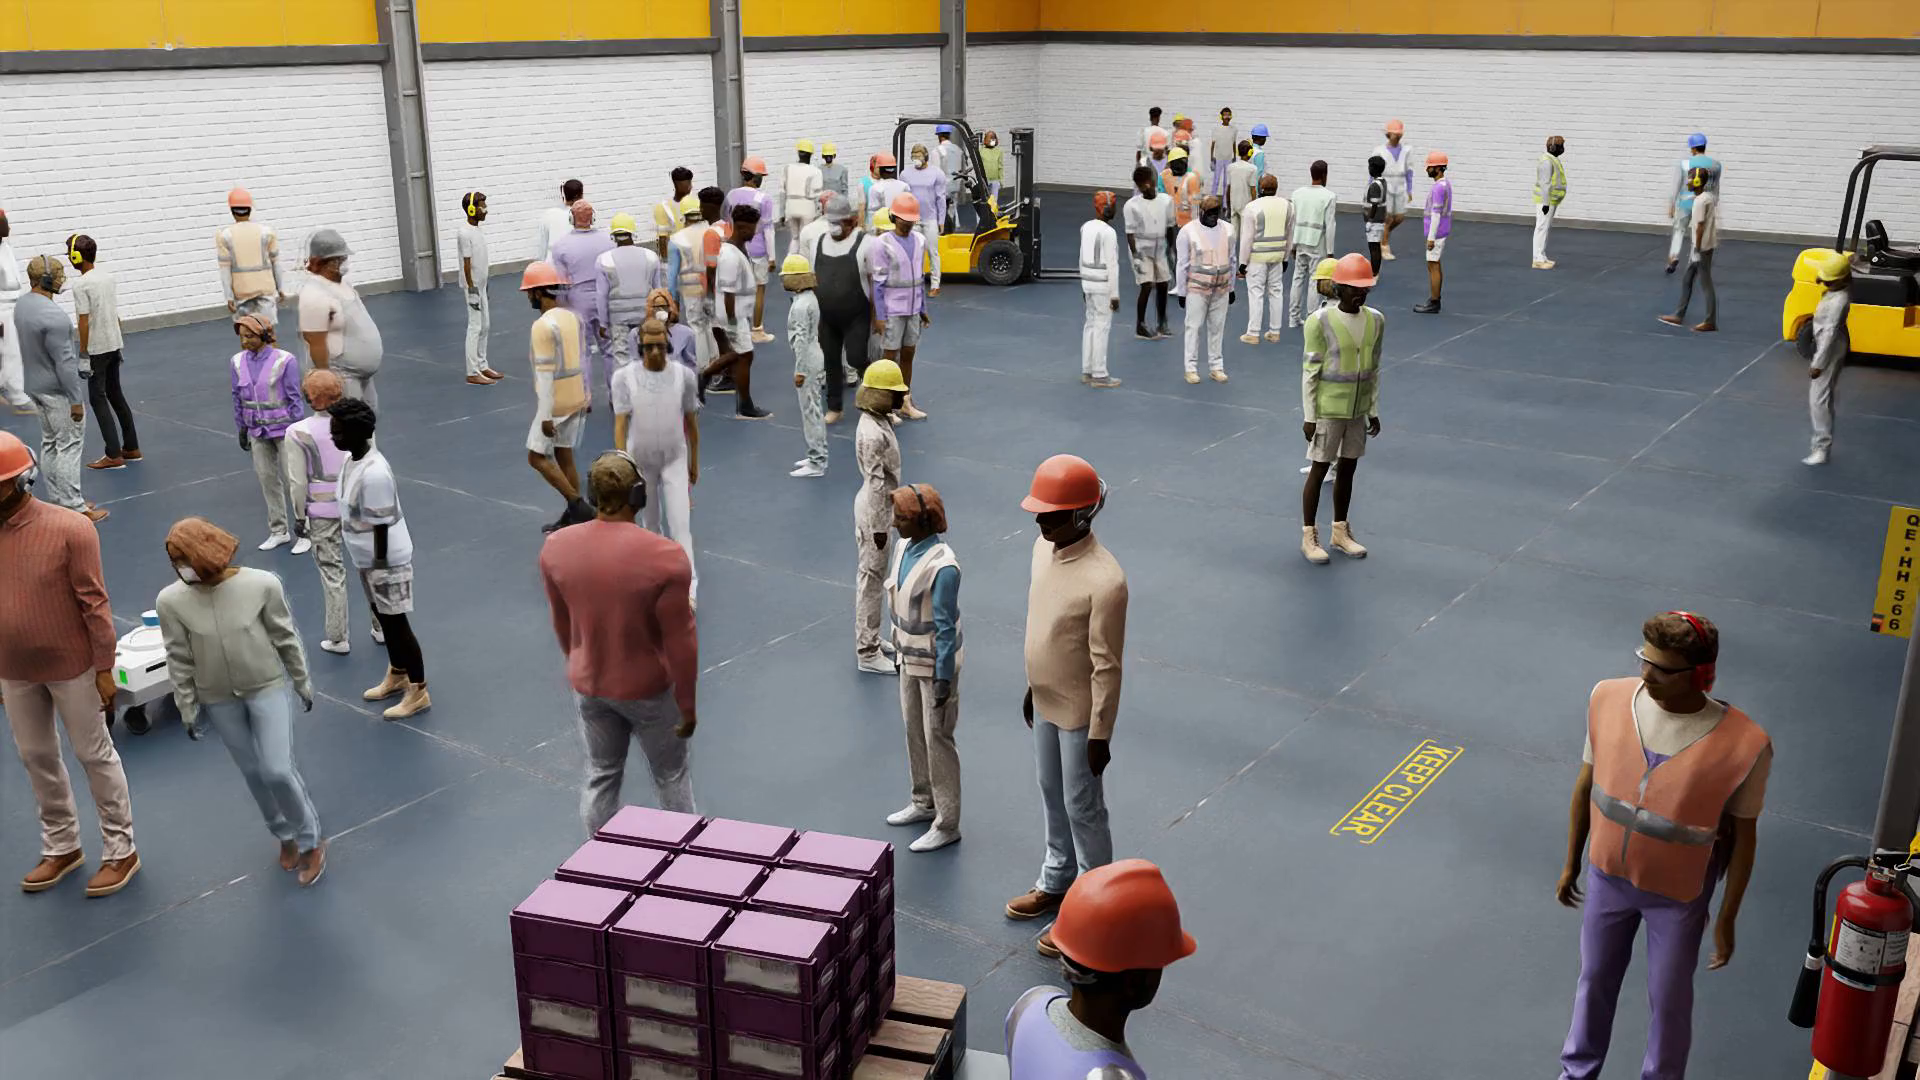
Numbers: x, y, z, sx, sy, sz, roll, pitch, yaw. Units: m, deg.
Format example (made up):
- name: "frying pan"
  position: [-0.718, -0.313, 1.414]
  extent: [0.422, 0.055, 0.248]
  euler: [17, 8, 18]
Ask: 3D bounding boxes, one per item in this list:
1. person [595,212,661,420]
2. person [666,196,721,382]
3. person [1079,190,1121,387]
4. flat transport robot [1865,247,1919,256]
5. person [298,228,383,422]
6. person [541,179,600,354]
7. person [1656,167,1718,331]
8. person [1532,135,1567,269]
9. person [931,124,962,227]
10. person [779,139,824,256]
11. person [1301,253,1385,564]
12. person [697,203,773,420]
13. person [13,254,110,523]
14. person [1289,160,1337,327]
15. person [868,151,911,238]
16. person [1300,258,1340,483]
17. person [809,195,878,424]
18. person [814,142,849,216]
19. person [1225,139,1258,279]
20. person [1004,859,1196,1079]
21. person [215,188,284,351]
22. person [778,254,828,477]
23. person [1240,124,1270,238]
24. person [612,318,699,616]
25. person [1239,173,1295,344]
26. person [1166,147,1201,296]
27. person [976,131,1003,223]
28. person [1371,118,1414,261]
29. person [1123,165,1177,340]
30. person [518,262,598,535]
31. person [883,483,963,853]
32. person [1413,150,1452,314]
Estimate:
- name: "person"
  position: [-2.943, -1.986, 14.811]
  extent: [0.591, 1.829, 0.404]
  euler: [-8, 20, -25]
- name: "person"
  position: [-2.562, -2.449, 16.292]
  extent: [0.628, 1.809, 0.457]
  euler: [-11, 21, -31]
- name: "person"
  position: [1.356, -2.429, 16.108]
  extent: [0.337, 1.883, 0.586]
  euler: [-8, 19, -23]
- name: "flat transport robot"
  position: [13.701, -4.070, 23.849]
  extent: [1.431, 0.197, 0.652]
  euler: [-1, 18, -4]
- name: "person"
  position: [-4.592, -1.295, 12.307]
  extent: [0.628, 2.000, 0.688]
  euler: [-1, 18, -4]
- name: "person"
  position: [-3.977, -2.770, 17.187]
  extent: [0.601, 1.868, 0.907]
  euler: [11, 21, 30]
- name: "person"
  position: [8.397, -3.304, 18.957]
  extent: [0.667, 1.825, 0.512]
  euler: [7, 19, 22]
- name: "person"
  position: [8.340, -4.781, 23.531]
  extent: [0.429, 1.845, 0.621]
  euler: [9, 20, 26]
- name: "person"
  position: [-0.222, -5.317, 25.077]
  extent: [0.426, 1.932, 0.623]
  euler: [14, 22, 37]
- name: "person"
  position: [-2.080, -4.334, 22.037]
  extent: [0.608, 1.906, 0.458]
  euler: [7, 19, 22]
- name: "person"
  position: [2.523, -0.862, 10.949]
  extent: [0.607, 2.044, 0.371]
  euler: [-8, 19, -24]
- name: "person"
  position: [-2.070, -2.011, 14.723]
  extent: [0.730, 1.936, 0.661]
  euler: [0, 18, 0]
- name: "person"
  position: [-6.346, -1.040, 11.703]
  extent: [0.636, 1.928, 0.384]
  euler: [15, 23, 38]
- name: "person"
  position: [4.005, -3.355, 18.967]
  extent: [0.384, 1.911, 0.589]
  euler: [-16, 23, -40]
- name: "person"
  position: [-0.857, -3.652, 19.863]
  extent: [0.544, 1.930, 0.388]
  euler: [-10, 20, -28]
- name: "person"
  position: [2.831, -1.306, 12.842]
  extent: [0.329, 1.734, 0.481]
  euler: [1, 18, 3]
- name: "person"
  position: [-1.022, -2.041, 14.640]
  extent: [0.699, 2.000, 0.640]
  euler: [7, 19, 21]
- name: "person"
  position: [-1.832, -4.740, 23.543]
  extent: [0.518, 1.756, 0.351]
  euler: [-1, 18, -2]
- name: "person"
  position: [3.829, -4.479, 22.566]
  extent: [0.334, 1.860, 0.509]
  euler: [-16, 24, -41]
- name: "person"
  position: [0.295, 1.567, 3.544]
  extent: [0.386, 1.929, 0.543]
  euler: [-6, 19, -19]
- name: "person"
  position: [-6.834, -2.427, 16.068]
  extent: [0.566, 1.908, 0.819]
  euler: [-8, 20, -24]
- name: "person"
  position: [-1.232, -1.365, 13.031]
  extent: [0.348, 1.733, 0.488]
  euler: [0, 18, 1]
- name: "person"
  position: [4.325, -5.119, 24.435]
  extent: [0.417, 1.939, 0.605]
  euler: [-3, 18, -8]
- name: "person"
  position: [-1.798, -0.419, 9.954]
  extent: [0.502, 1.797, 0.979]
  euler: [-3, 18, -10]
- name: "person"
  position: [3.322, -3.069, 18.179]
  extent: [0.634, 1.841, 0.429]
  euler: [-8, 19, -22]
- name: "person"
  position: [2.852, -3.985, 20.965]
  extent: [0.492, 1.884, 0.621]
  euler: [-7, 19, -20]
- name: "person"
  position: [0.487, -5.931, 27.487]
  extent: [0.496, 1.626, 0.287]
  euler: [-9, 20, -26]
- name: "person"
  position: [6.292, -5.135, 24.337]
  extent: [0.620, 2.031, 0.667]
  euler: [-3, 18, -8]
- name: "person"
  position: [2.098, -3.163, 18.347]
  extent: [0.647, 1.922, 0.435]
  euler: [-8, 19, -23]
- name: "person"
  position: [-2.780, -0.944, 11.418]
  extent: [0.436, 1.916, 0.565]
  euler: [4, 18, 12]
- name: "person"
  position: [-0.151, 0.540, 7.232]
  extent: [0.316, 1.631, 0.524]
  euler: [-9, 20, -26]
- name: "person"
  position: [5.695, -3.702, 20.024]
  extent: [0.388, 1.929, 0.545]
  euler: [7, 19, 20]
